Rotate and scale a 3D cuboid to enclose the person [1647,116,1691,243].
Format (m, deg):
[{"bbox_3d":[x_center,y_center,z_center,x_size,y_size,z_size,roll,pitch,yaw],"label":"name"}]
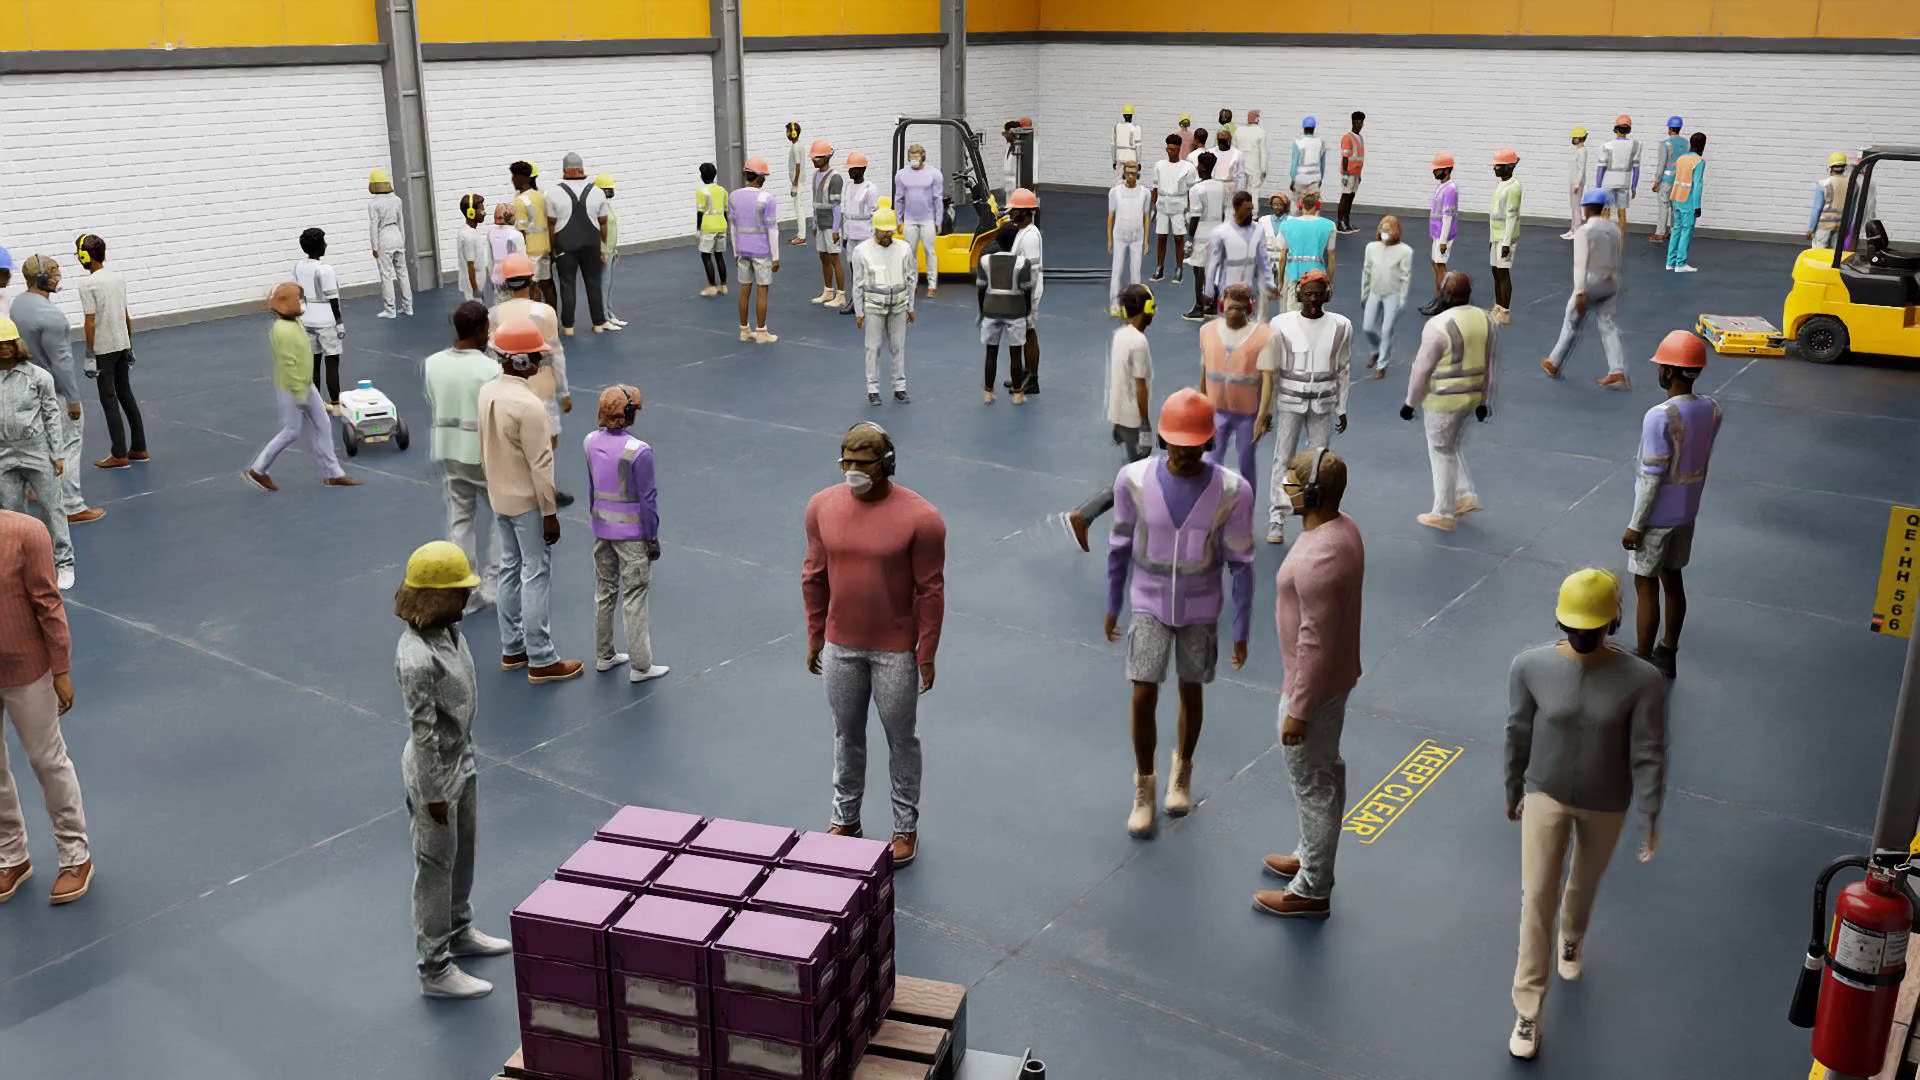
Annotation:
[{"bbox_3d":[11.126,-5.649,26.075,0.605,1.949,0.402,-7,19,-21],"label":"person"}]

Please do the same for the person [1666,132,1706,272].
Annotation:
[{"bbox_3d":[10.128,-4.708,23.199,0.401,1.908,0.598,-2,18,-6],"label":"person"}]

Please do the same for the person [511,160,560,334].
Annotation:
[{"bbox_3d":[-4.757,-3.219,18.473,0.401,1.951,0.626,6,19,17],"label":"person"}]

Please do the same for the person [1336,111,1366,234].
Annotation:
[{"bbox_3d":[6.401,-6.004,27.158,0.364,1.962,0.612,12,21,34],"label":"person"}]

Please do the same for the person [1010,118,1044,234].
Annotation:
[{"bbox_3d":[1.022,-5.841,26.862,0.607,1.876,0.739,17,24,42],"label":"person"}]

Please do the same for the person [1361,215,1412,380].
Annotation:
[{"bbox_3d":[4.208,-2.402,16.451,0.508,1.618,0.398,11,21,32],"label":"person"}]

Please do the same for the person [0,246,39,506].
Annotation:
[{"bbox_3d":[-6.997,-1.199,12.189,0.586,1.920,0.614,-4,18,-11],"label":"person"}]

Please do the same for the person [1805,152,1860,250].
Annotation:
[{"bbox_3d":[10.989,-3.975,21.034,0.600,1.825,0.403,-3,18,-9],"label":"person"}]

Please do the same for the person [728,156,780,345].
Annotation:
[{"bbox_3d":[-2.209,-3.142,18.113,0.611,2.030,0.409,10,20,29],"label":"person"}]

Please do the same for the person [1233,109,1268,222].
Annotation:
[{"bbox_3d":[4.981,-6.404,28.507,0.653,1.905,0.402,15,23,39],"label":"person"}]

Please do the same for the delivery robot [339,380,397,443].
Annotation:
[{"bbox_3d":[-4.962,-1.092,13.923,0.477,0.478,0.707,-10,20,-29],"label":"delivery robot"}]

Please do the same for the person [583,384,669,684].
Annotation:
[{"bbox_3d":[-1.829,-0.033,9.030,0.513,1.630,0.317,13,22,35],"label":"person"}]

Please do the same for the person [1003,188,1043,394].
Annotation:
[{"bbox_3d":[0.601,-2.348,15.766,0.371,1.939,0.543,-1,18,-4],"label":"person"}]

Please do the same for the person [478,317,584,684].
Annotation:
[{"bbox_3d":[-2.345,-0.215,9.003,0.396,1.992,0.622,-16,24,-40],"label":"person"}]

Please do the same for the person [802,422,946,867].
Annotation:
[{"bbox_3d":[-0.371,0.444,7.034,0.629,1.940,0.372,5,19,17],"label":"person"}]

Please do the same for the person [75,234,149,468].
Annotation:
[{"bbox_3d":[-6.788,-1.498,13.249,0.333,1.857,0.528,3,18,9],"label":"person"}]

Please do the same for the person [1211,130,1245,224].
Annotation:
[{"bbox_3d":[3.878,-5.139,24.667,0.619,1.837,0.430,8,19,23],"label":"person"}]

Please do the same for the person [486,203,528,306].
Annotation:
[{"bbox_3d":[-4.658,-2.650,17.201,0.515,1.636,0.314,10,20,28],"label":"person"}]

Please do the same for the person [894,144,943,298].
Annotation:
[{"bbox_3d":[-0.520,-4.044,21.095,0.637,1.929,0.367,4,18,12],"label":"person"}]

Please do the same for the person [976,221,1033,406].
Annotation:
[{"bbox_3d":[0.414,-2.072,15.295,0.537,1.696,0.319,5,18,15],"label":"person"}]

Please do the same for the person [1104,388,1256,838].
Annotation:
[{"bbox_3d":[0.952,0.328,7.266,0.649,2.015,0.743,4,18,12],"label":"person"}]

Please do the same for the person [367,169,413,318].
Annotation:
[{"bbox_3d":[-6.803,-3.513,19.737,0.333,1.735,0.489,10,20,29],"label":"person"}]

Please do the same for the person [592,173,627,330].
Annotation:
[{"bbox_3d":[-4.020,-3.292,19.000,0.313,1.769,0.525,1,18,2],"label":"person"}]

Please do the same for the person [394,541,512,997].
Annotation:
[{"bbox_3d":[-1.874,0.837,6.139,0.323,1.737,0.487,0,18,0],"label":"person"}]

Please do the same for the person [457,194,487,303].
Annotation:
[{"bbox_3d":[-4.666,-2.398,16.055,0.325,1.862,0.511,-5,18,-16],"label":"person"}]

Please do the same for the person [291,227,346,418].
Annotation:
[{"bbox_3d":[-5.702,-1.936,14.868,0.529,1.696,0.321,11,21,30],"label":"person"}]

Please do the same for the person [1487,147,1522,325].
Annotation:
[{"bbox_3d":[6.245,-3.504,19.238,0.404,2.036,0.601,0,18,-1],"label":"person"}]

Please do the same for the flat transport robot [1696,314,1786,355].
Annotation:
[{"bbox_3d":[8.524,-2.258,18.181,0.652,0.197,1.431,4,18,13],"label":"flat transport robot"}]

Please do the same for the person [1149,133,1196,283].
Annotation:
[{"bbox_3d":[2.825,-4.418,22.194,0.602,1.967,0.366,9,20,27],"label":"person"}]

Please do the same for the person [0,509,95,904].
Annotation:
[{"bbox_3d":[-3.900,0.535,6.693,0.625,1.979,0.411,-2,18,-7],"label":"person"}]

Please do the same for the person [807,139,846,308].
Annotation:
[{"bbox_3d":[-1.655,-3.864,20.364,0.417,2.034,0.604,-12,21,-32],"label":"person"}]

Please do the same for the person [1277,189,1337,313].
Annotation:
[{"bbox_3d":[3.457,-2.579,16.650,0.563,1.837,0.389,5,18,15],"label":"person"}]

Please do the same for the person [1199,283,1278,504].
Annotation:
[{"bbox_3d":[1.838,-0.834,11.263,0.586,1.791,0.920,10,20,27],"label":"person"}]
